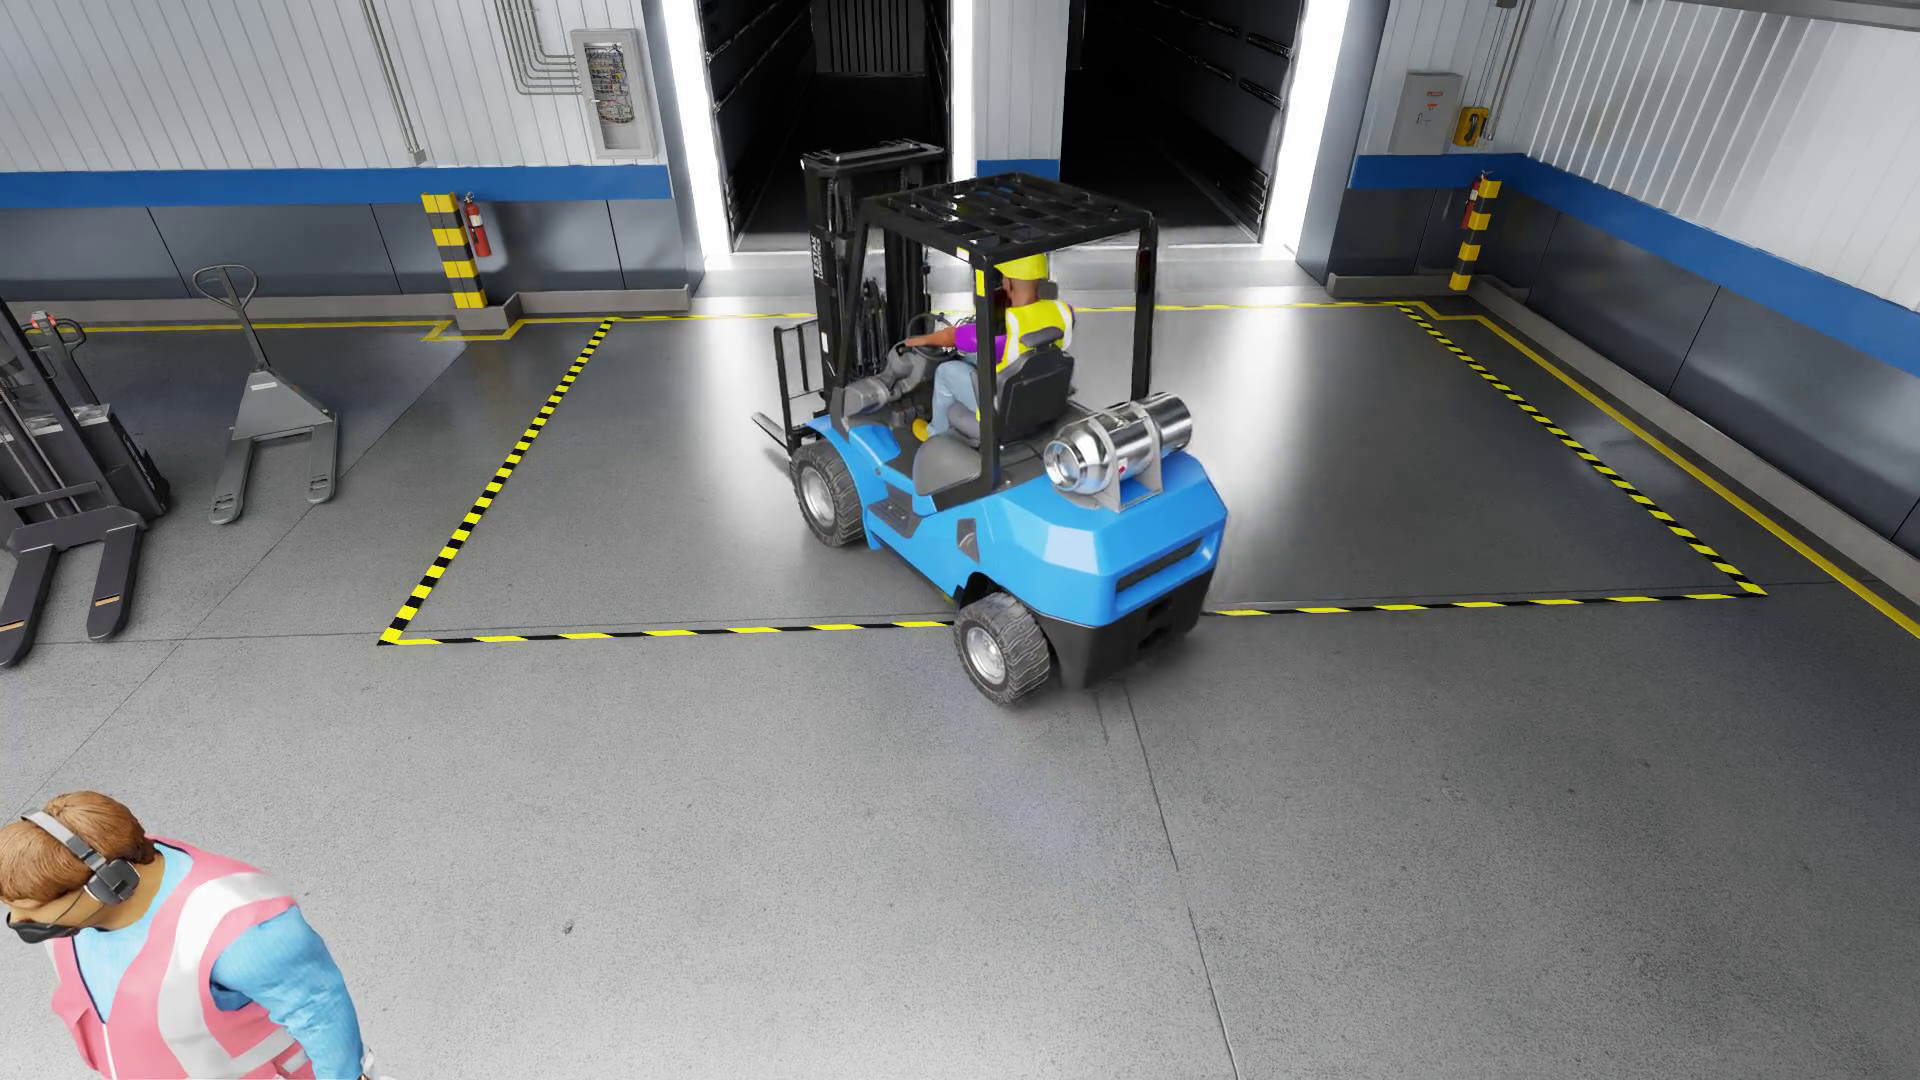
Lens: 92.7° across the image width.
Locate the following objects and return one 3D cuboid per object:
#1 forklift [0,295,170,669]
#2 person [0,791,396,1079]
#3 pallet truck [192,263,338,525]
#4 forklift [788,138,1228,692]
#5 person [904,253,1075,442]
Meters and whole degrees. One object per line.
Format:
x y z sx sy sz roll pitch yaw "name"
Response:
-5.212 -0.618 4.878 0.823 1.965 1.885 -20 39 -26 "forklift"
-1.767 1.278 2.289 0.631 1.841 0.429 9 36 13 "person"
-4.778 -1.027 6.128 0.680 1.201 1.601 -17 38 -23 "pallet truck"
0.137 -0.795 4.822 1.157 2.036 2.680 -23 41 -30 "forklift"
0.107 -0.979 4.758 0.635 1.294 1.004 -23 41 -30 "person"
